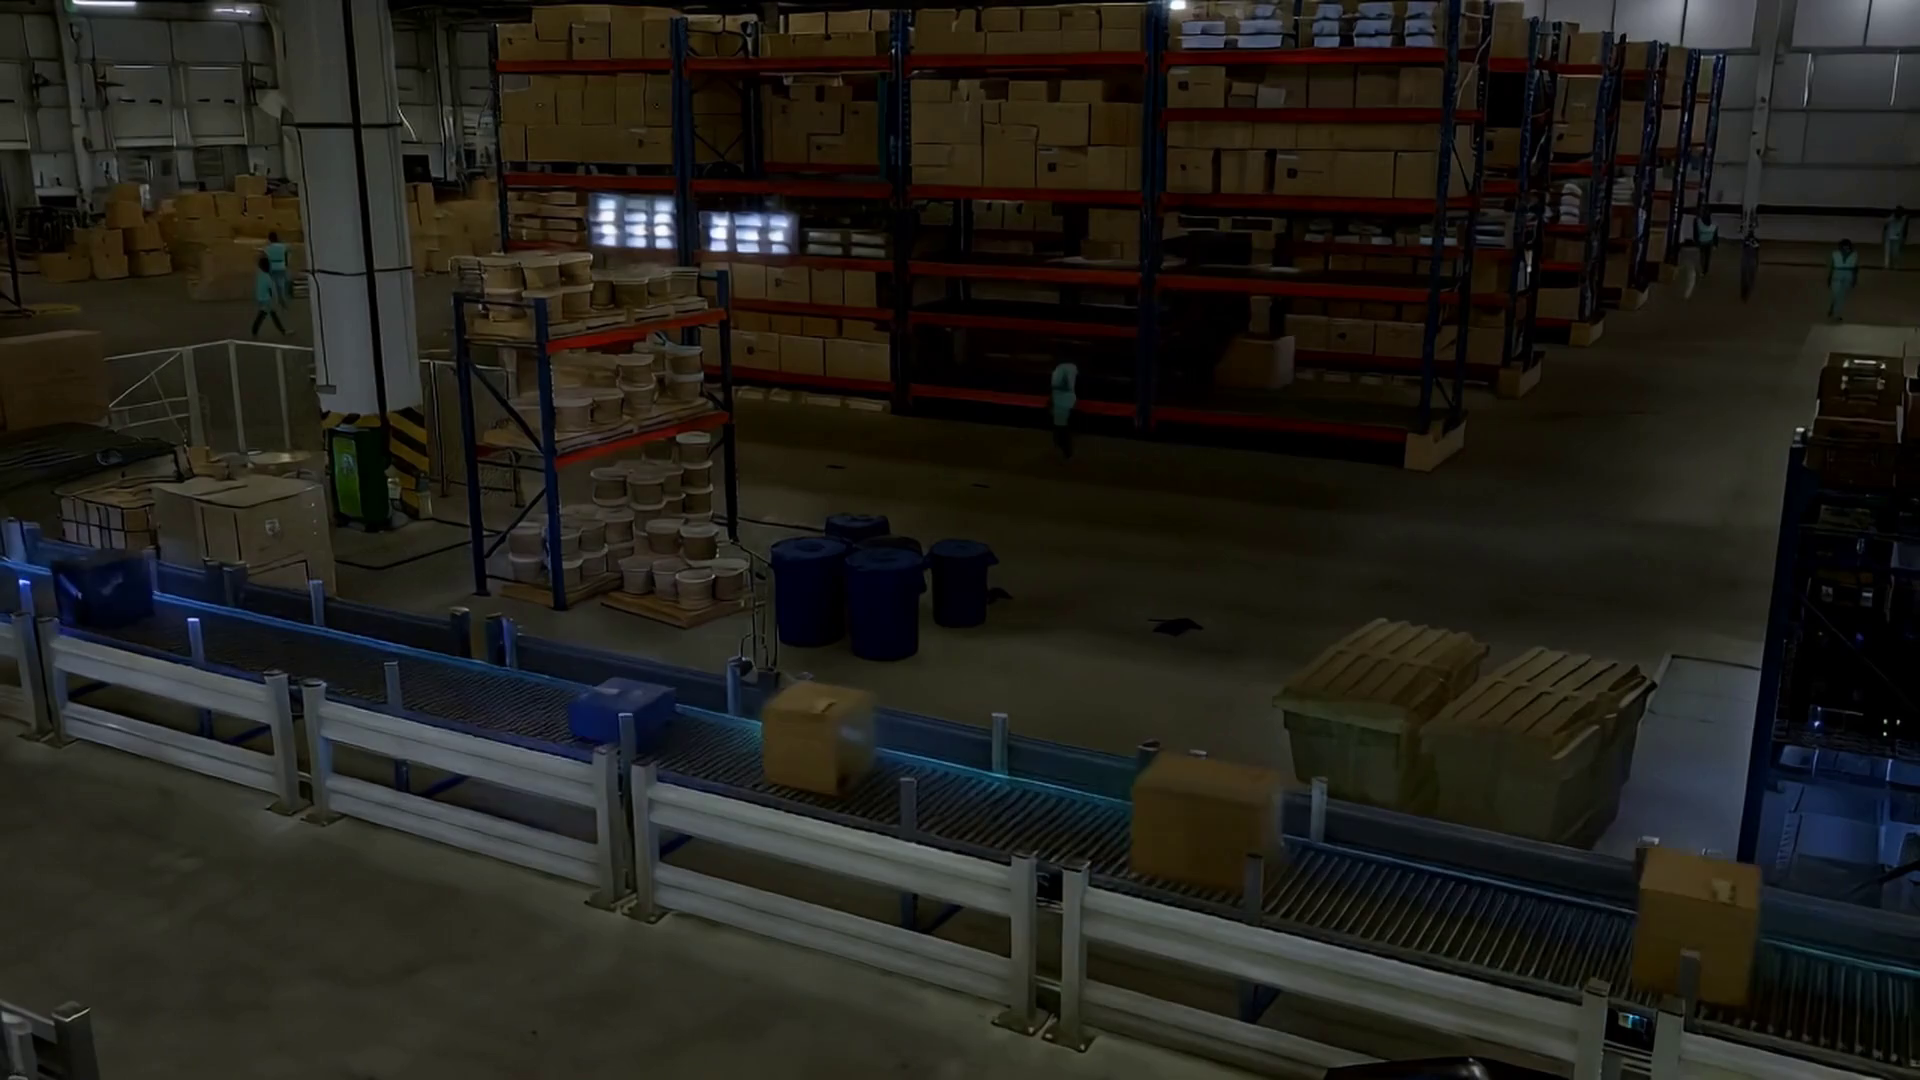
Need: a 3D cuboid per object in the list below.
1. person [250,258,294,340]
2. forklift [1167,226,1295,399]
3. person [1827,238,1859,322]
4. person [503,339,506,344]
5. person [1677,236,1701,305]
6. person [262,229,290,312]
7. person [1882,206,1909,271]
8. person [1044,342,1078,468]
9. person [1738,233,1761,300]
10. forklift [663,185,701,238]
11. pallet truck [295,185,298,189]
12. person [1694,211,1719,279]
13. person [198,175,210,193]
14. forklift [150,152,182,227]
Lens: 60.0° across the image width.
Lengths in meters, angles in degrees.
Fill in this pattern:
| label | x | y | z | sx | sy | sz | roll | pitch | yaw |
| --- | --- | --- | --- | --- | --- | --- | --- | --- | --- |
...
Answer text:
| label | x | y | z | sx | sy | sz | roll | pitch | yaw |
| --- | --- | --- | --- | --- | --- | --- | --- | --- | --- |
| person | -14.147 | -4.912 | 33.921 | 0.897 | 1.651 | 0.540 | -11 | 18 | -35 |
| forklift | 4.409 | -3.666 | 26.882 | 1.873 | 2.768 | 1.129 | 8 | 17 | 28 |
| person | 19.436 | -5.715 | 36.618 | 0.587 | 1.823 | 0.671 | 5 | 16 | 17 |
| person | -8.630 | -4.565 | 32.115 | 0.662 | 1.915 | 0.554 | 3 | 15 | 11 |
| person | 17.333 | -6.410 | 39.589 | 0.517 | 1.621 | 0.361 | 10 | 18 | 32 |
| person | -15.785 | -6.239 | 38.444 | 0.583 | 1.892 | 0.619 | -8 | 17 | -28 |
| person | 26.610 | -8.578 | 47.376 | 0.664 | 1.825 | 0.445 | 5 | 16 | 19 |
| person | 1.284 | -1.811 | 22.194 | 0.656 | 1.672 | 0.557 | 9 | 18 | 31 |
| person | 19.231 | -6.665 | 40.558 | 0.510 | 1.622 | 0.353 | 4 | 15 | 13 |
| forklift | -8.347 | -9.536 | 48.948 | 1.873 | 2.768 | 1.129 | -12 | 19 | -38 |
| pallet truck | -26.804 | -14.617 | 69.738 | 1.885 | 1.965 | 0.823 | -14 | 20 | -42 |
| person | 20.413 | -8.097 | 45.540 | 0.631 | 1.850 | 0.971 | 6 | 16 | 22 |
| person | -32.333 | -14.817 | 71.205 | 0.522 | 1.627 | 0.369 | 7 | 16 | 23 |
| forklift | -29.895 | -13.215 | 62.780 | 1.873 | 2.768 | 1.129 | 8 | 17 | 28 |
